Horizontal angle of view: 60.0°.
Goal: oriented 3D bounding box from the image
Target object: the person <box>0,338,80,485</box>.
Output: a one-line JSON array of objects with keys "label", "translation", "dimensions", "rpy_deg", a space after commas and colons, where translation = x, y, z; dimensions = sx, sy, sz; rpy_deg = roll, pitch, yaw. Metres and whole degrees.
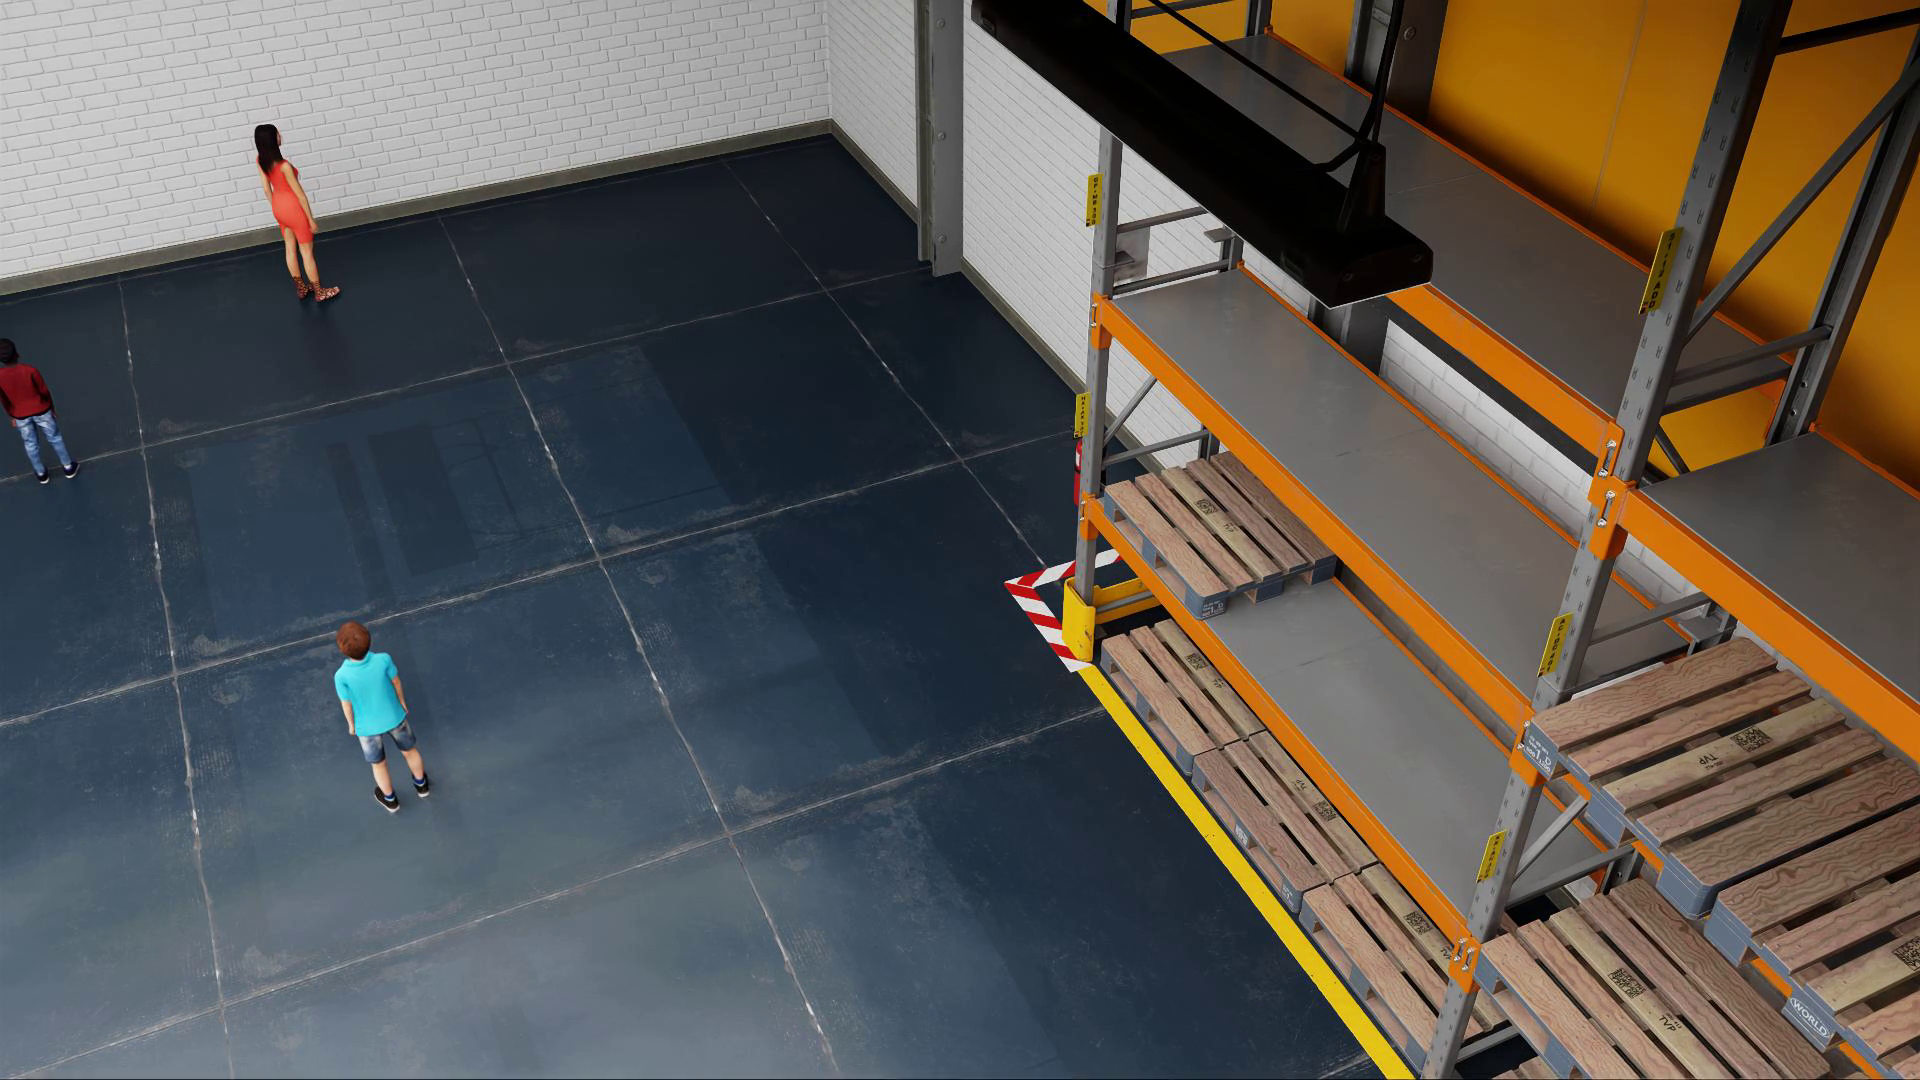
[{"label": "person", "translation": [-7.223, -1.007, 12.922], "dimensions": [0.498, 1.253, 0.488], "rpy_deg": [-14, 41, -17]}]

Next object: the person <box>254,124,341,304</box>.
[{"label": "person", "translation": [-6.021, -2.937, 14.964], "dimensions": [0.656, 1.719, 0.731], "rpy_deg": [16, 41, 19]}]

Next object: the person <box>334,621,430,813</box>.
[{"label": "person", "translation": [-3.553, 1.071, 10.163], "dimensions": [0.553, 1.449, 0.532], "rpy_deg": [-24, 44, -27]}]
